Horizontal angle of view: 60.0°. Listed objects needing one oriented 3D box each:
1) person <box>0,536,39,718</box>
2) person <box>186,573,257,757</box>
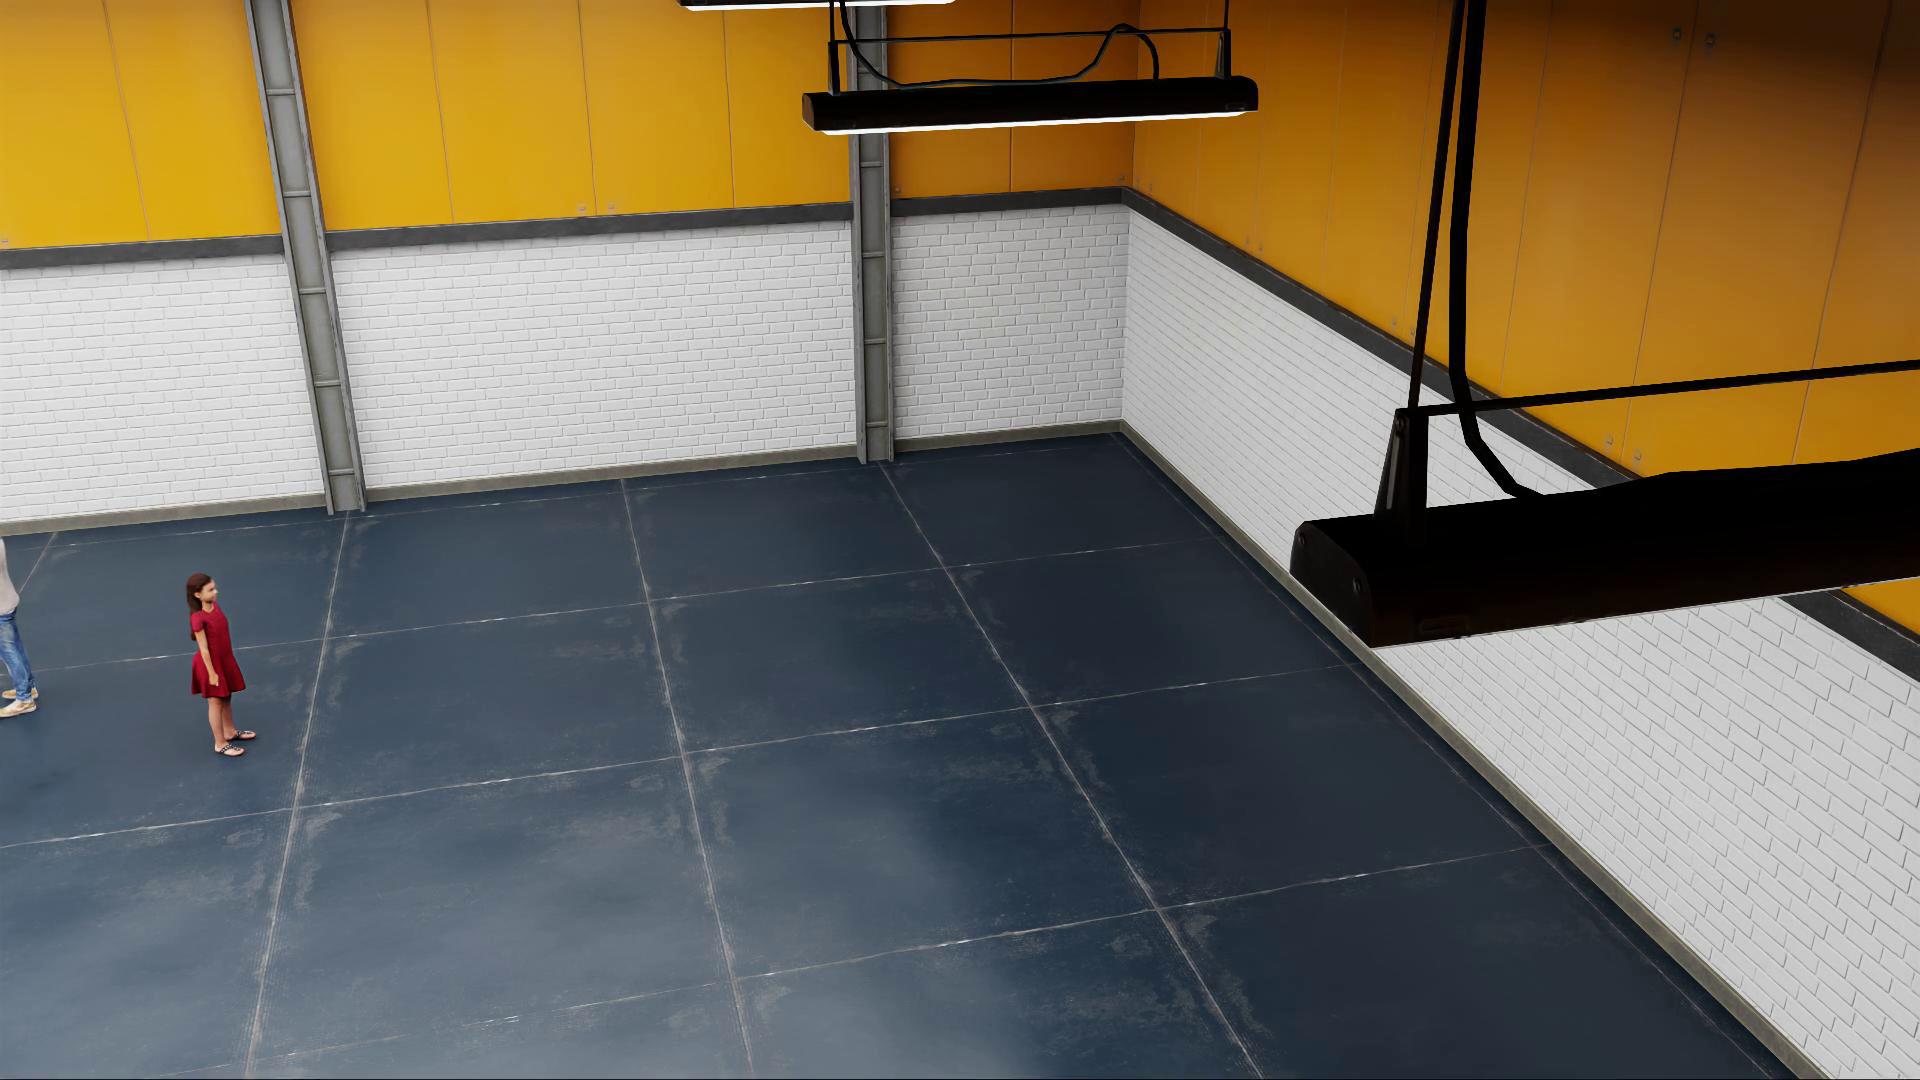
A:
[{"bbox_3d":[-8.096,0.563,14.006,0.574,1.905,0.657,-7,25,-15],"label":"person"},{"bbox_3d":[-6.041,0.988,13.473,0.665,1.553,0.603,0,24,-1],"label":"person"}]
